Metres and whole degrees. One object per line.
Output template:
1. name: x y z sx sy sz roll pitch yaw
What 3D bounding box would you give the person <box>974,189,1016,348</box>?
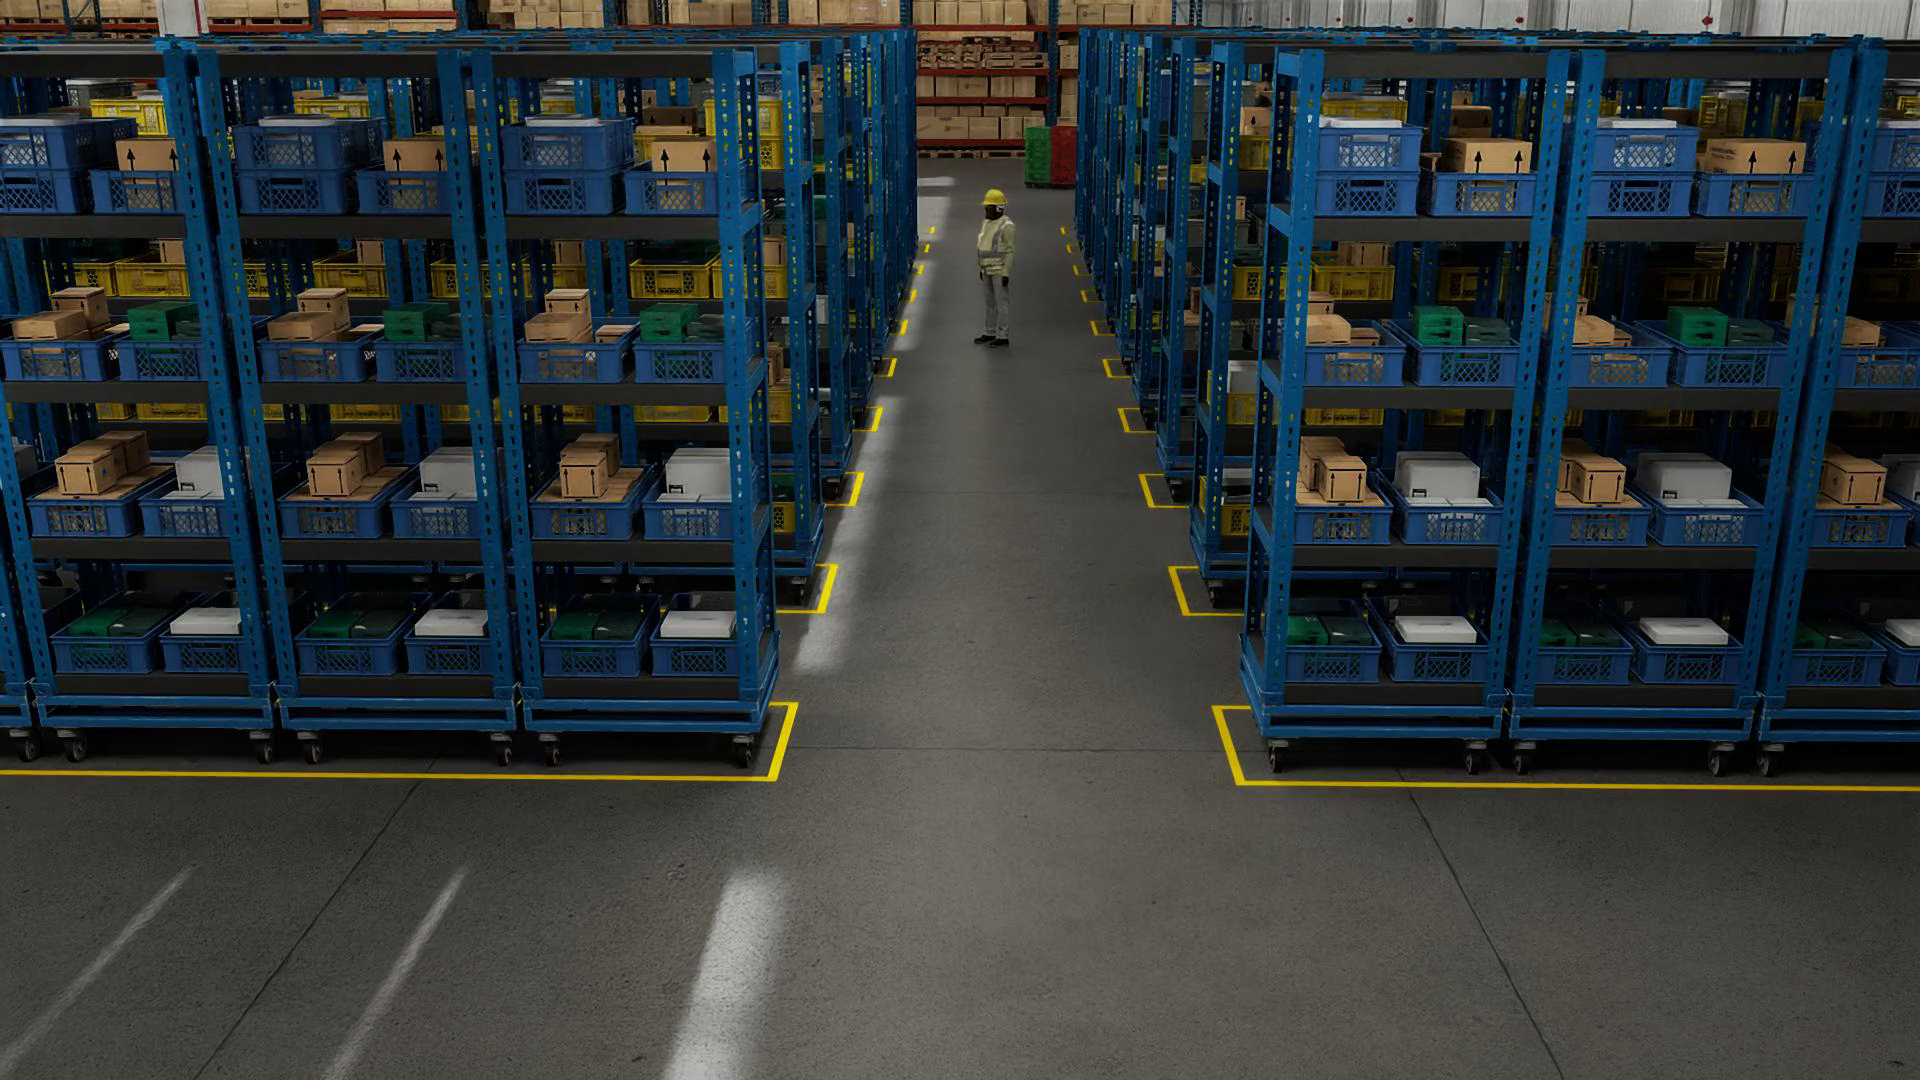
1. person: 0.402 -3.177 19.486 0.404 1.833 0.593 -11 21 -31
